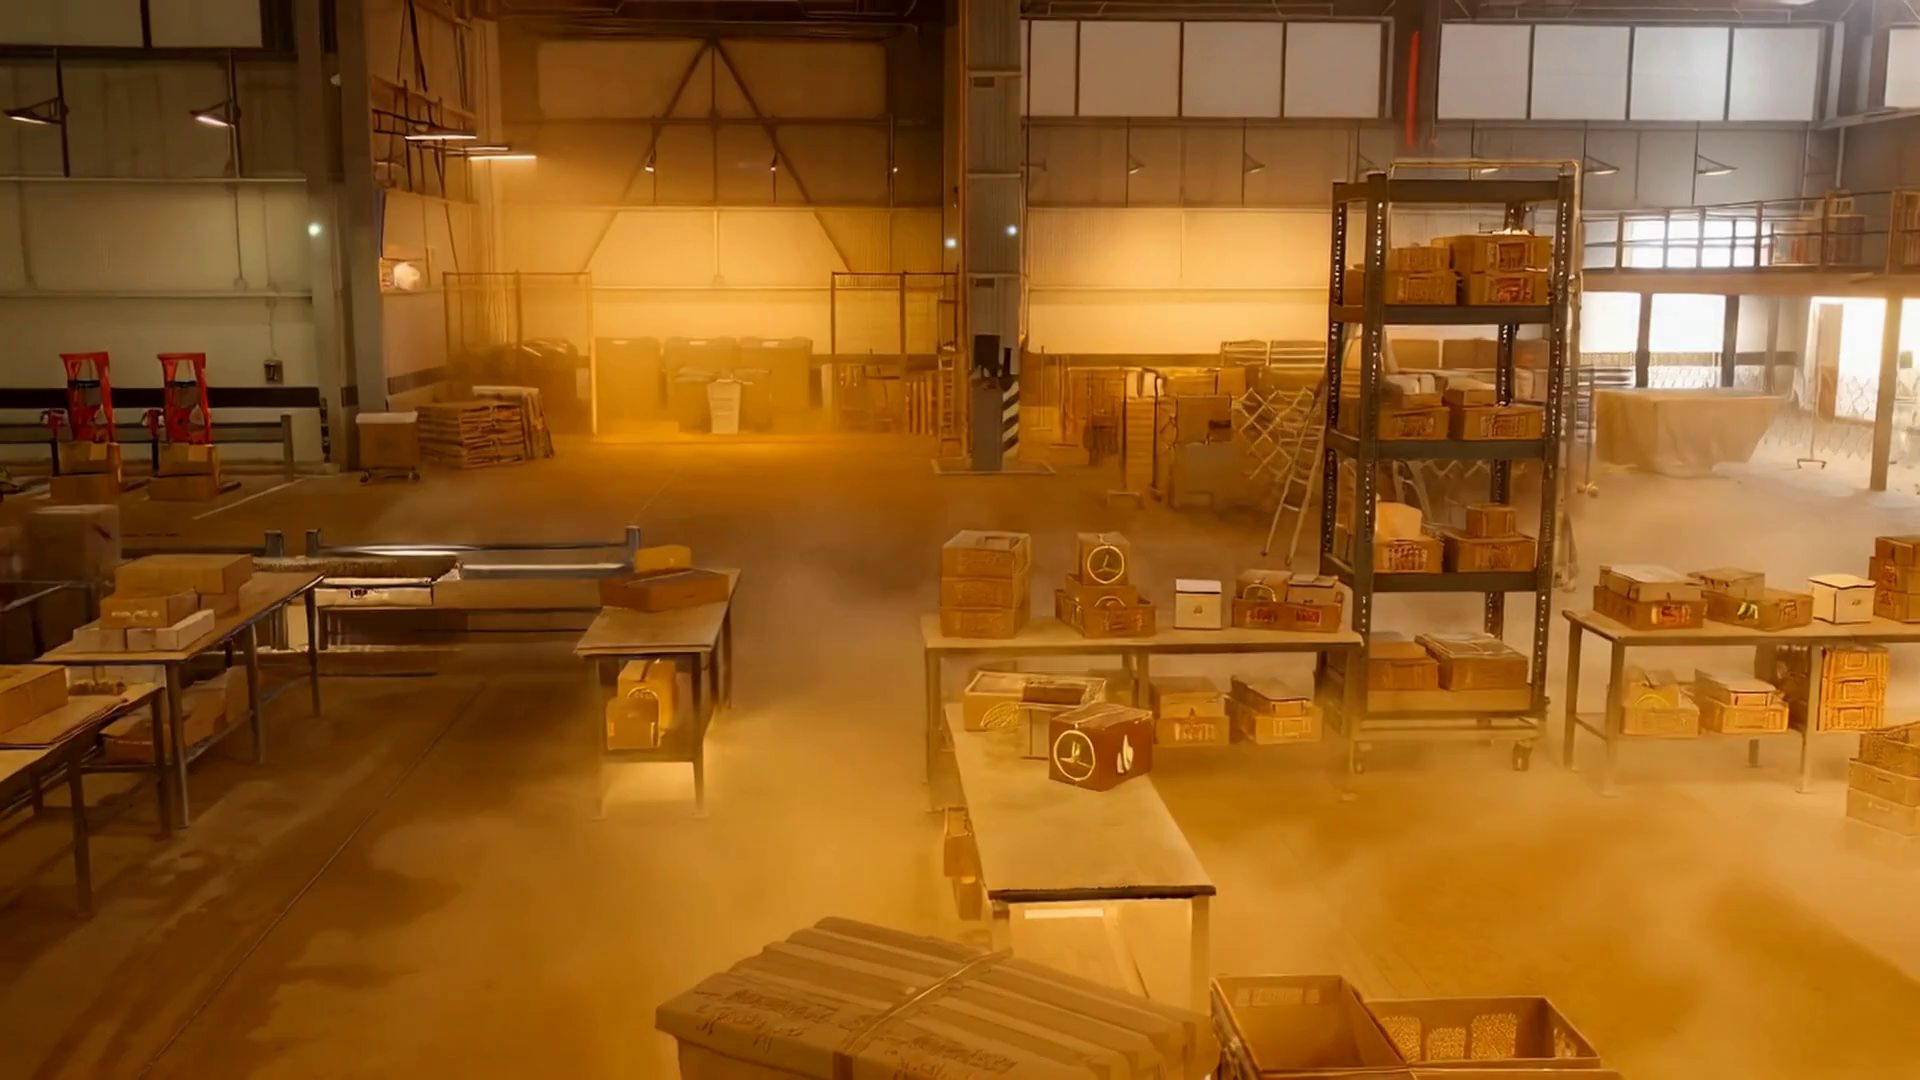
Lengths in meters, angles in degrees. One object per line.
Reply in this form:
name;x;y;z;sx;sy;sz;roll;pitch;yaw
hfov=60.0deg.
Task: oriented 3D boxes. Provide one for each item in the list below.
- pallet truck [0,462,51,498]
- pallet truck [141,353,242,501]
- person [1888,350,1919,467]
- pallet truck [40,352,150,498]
pallet truck;-13.193;-1.293;23.148;0.653;1.274;1.630;-1;9;-4
pallet truck;-10.520;-1.604;22.925;0.823;1.965;1.885;-1;9;-6
person;14.768;-2.033;26.038;0.576;1.866;0.763;-1;9;-6
pallet truck;-11.907;-1.642;23.165;0.823;1.965;1.885;0;9;0
